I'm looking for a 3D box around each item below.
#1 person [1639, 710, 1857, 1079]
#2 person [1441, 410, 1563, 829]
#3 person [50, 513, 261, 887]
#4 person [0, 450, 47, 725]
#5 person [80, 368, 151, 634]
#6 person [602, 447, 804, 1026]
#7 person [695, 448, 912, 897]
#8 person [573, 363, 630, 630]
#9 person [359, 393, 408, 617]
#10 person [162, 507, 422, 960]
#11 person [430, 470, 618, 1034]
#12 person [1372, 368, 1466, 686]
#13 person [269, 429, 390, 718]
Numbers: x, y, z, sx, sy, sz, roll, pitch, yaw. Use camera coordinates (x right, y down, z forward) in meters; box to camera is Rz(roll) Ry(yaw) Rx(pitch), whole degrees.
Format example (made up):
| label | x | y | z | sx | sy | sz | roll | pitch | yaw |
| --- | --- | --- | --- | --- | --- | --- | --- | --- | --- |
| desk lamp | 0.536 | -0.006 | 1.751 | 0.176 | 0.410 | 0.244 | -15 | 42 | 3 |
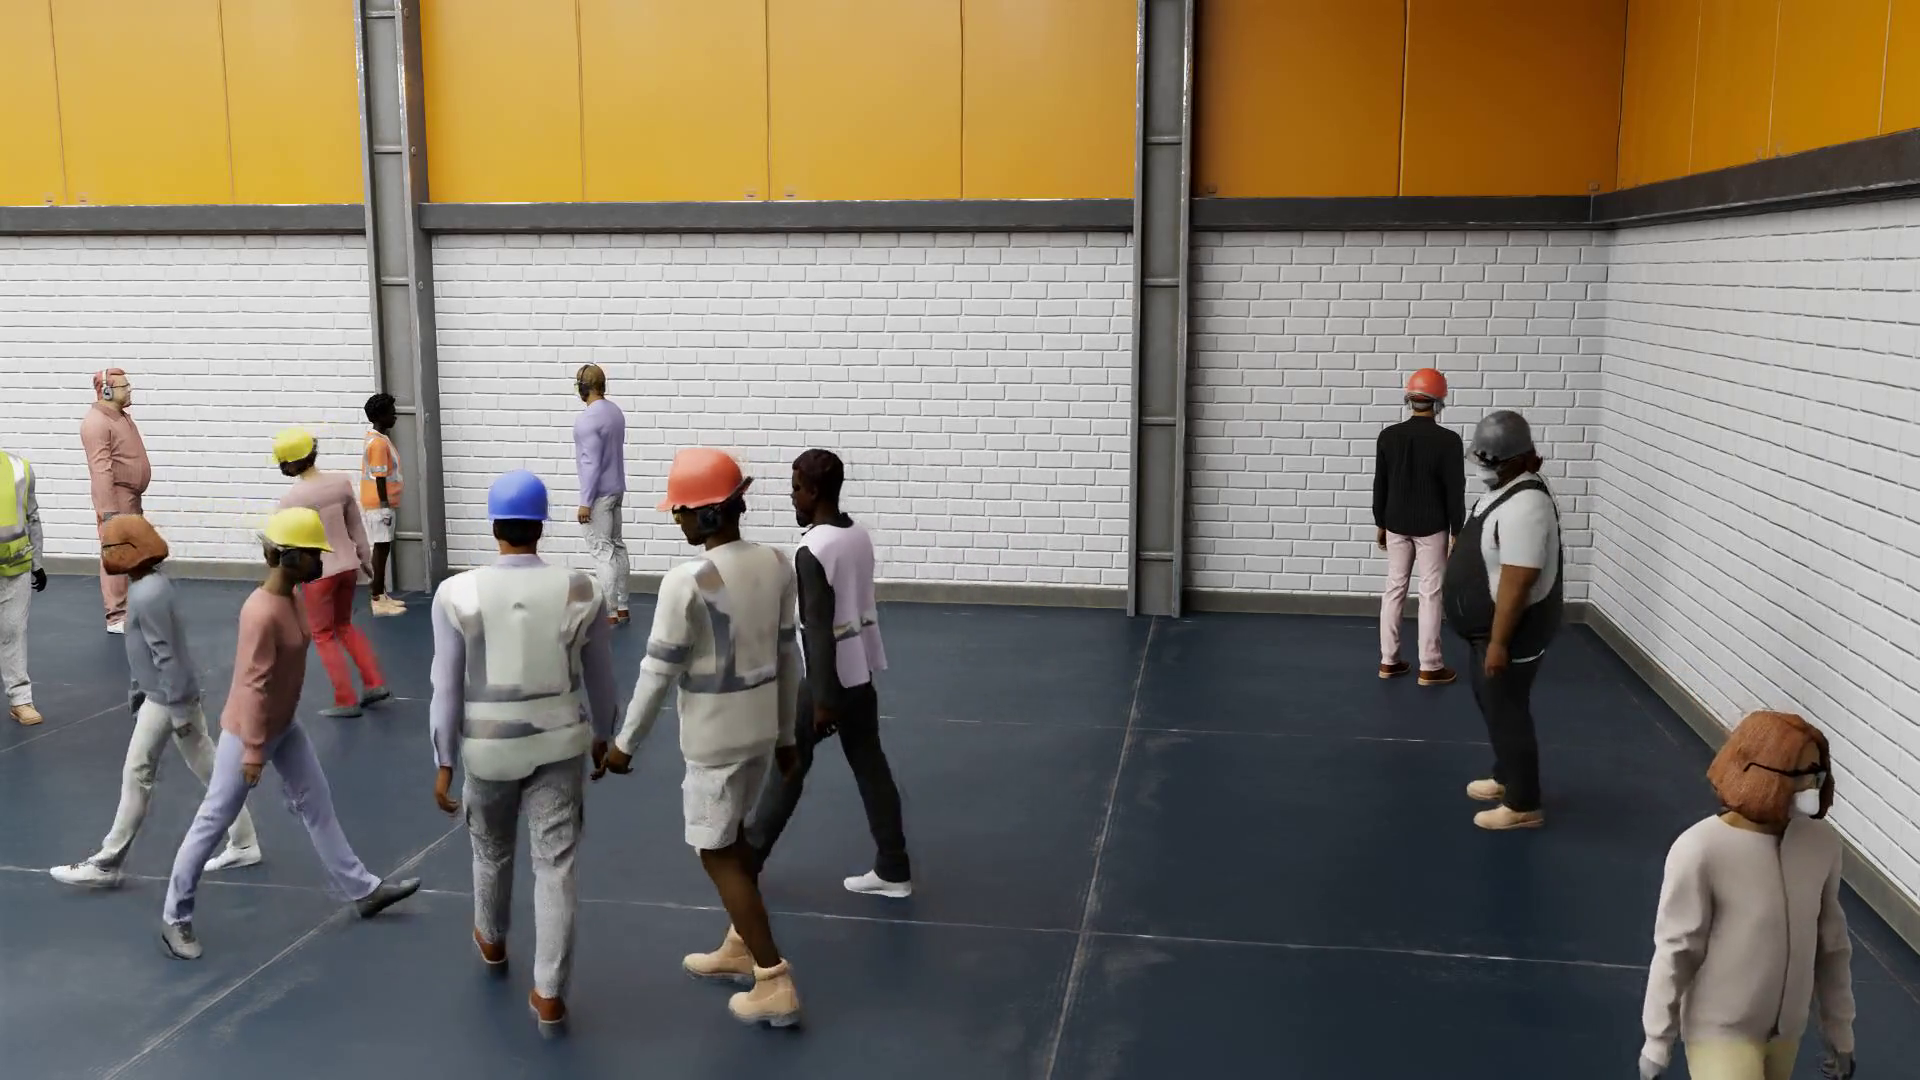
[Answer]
| label | x | y | z | sx | sy | sz | roll | pitch | yaw |
| --- | --- | --- | --- | --- | --- | --- | --- | --- | --- |
| person | 1.896 | 1.181 | 3.946 | 0.519 | 1.593 | 0.777 | -4 | 10 | -21 |
| person | 2.506 | 0.346 | 7.711 | 0.541 | 2.000 | 0.750 | 2 | 9 | 14 |
| person | -3.434 | 0.678 | 7.042 | 0.848 | 1.581 | 0.514 | -4 | 10 | -21 |
| person | -5.507 | 0.170 | 9.411 | 0.429 | 1.842 | 0.633 | 9 | 13 | 43 |
| person | -6.037 | -0.282 | 11.986 | 0.408 | 1.913 | 0.641 | -2 | 9 | -13 |
| person | -0.807 | 0.681 | 5.734 | 0.687 | 2.010 | 0.623 | 5 | 11 | 29 |
| person | -0.628 | 0.553 | 6.938 | 0.980 | 1.866 | 0.626 | 3 | 10 | 20 |
| person | -2.614 | -0.313 | 12.100 | 0.349 | 1.935 | 0.635 | 1 | 9 | 9 |
| person | -4.369 | -0.267 | 12.583 | 0.321 | 1.689 | 0.530 | -3 | 10 | -16 |
| person | -2.657 | 0.729 | 6.414 | 0.955 | 1.696 | 0.593 | -1 | 9 | -5 |
| person | -1.554 | 0.700 | 5.929 | 0.639 | 1.903 | 0.948 | -3 | 10 | -19 |
| person | 2.911 | -0.083 | 10.514 | 0.397 | 1.992 | 0.624 | -9 | 13 | -44 |
| person | -3.675 | 0.204 | 9.601 | 0.356 | 1.714 | 0.597 | 4 | 10 | 25 |
